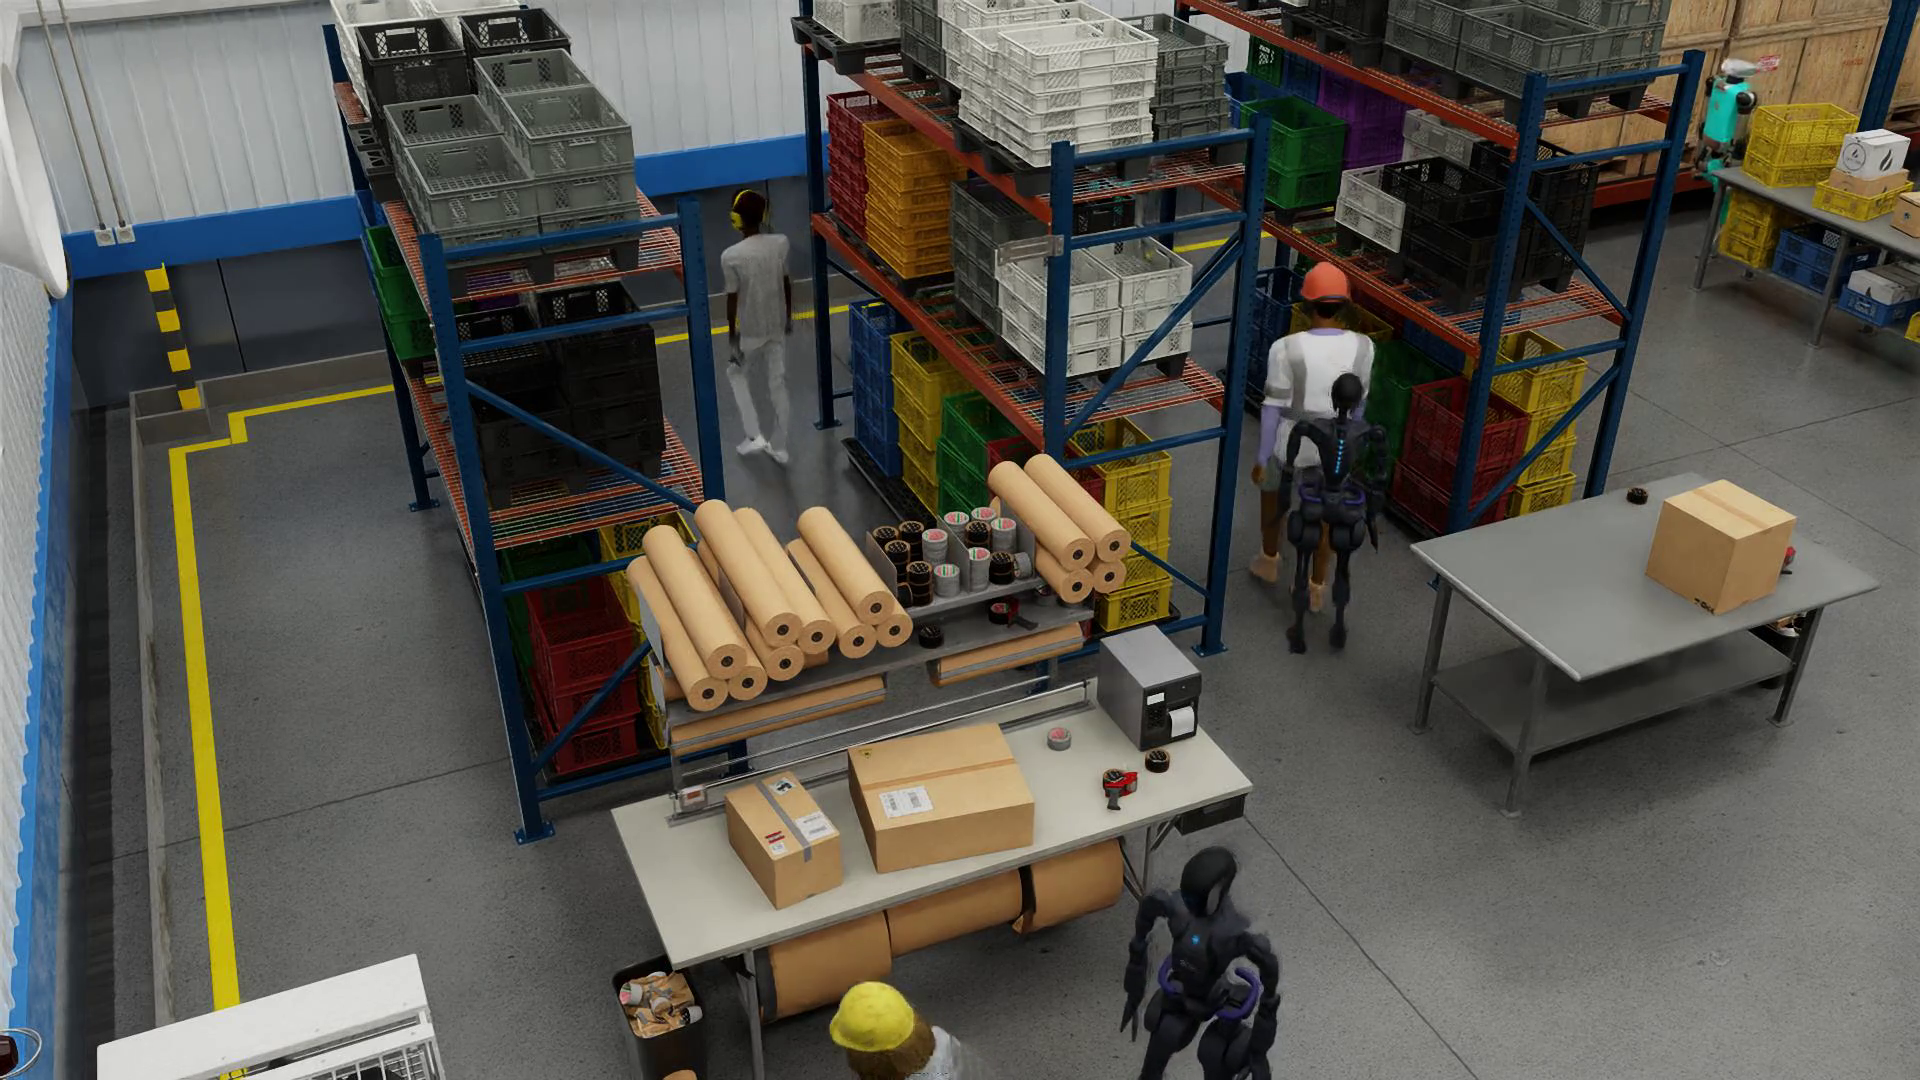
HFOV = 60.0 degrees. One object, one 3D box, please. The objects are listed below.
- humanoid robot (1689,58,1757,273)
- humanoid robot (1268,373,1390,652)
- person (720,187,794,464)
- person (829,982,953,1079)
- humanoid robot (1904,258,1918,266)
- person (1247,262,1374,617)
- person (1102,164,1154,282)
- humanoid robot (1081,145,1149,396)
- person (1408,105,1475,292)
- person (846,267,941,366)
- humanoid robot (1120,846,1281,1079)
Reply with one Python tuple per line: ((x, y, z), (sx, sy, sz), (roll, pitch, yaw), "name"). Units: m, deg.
((6.281, -2.988, 13.465), (0.759, 1.826, 0.550), (-7, 32, -12), "humanoid robot")
((1.949, -0.138, 8.846), (0.583, 1.656, 0.345), (4, 32, 7), "humanoid robot")
((-1.276, -1.357, 10.669), (0.532, 1.854, 0.475), (-18, 36, -26), "person")
((-0.219, 2.012, 5.324), (0.698, 1.702, 0.542), (23, 39, 33), "person")
((7.367, -2.359, 12.521), (0.601, 1.629, 0.796), (-17, 36, -26), "humanoid robot")
((1.901, -0.559, 9.220), (0.691, 2.010, 0.728), (-7, 32, -11), "person")
((1.232, -2.584, 12.659), (0.647, 1.852, 0.535), (-6, 32, -10), "person")
((1.050, -1.751, 11.459), (0.547, 1.815, 0.811), (-3, 32, -6), "humanoid robot")
((3.529, -2.251, 12.137), (0.341, 1.838, 0.500), (-27, 41, -37), "person")
((-0.405, -2.100, 11.997), (0.839, 1.717, 0.547), (-8, 33, -13), "person")
((0.843, 1.705, 5.867), (0.609, 1.645, 0.425), (18, 36, 27), "humanoid robot")
